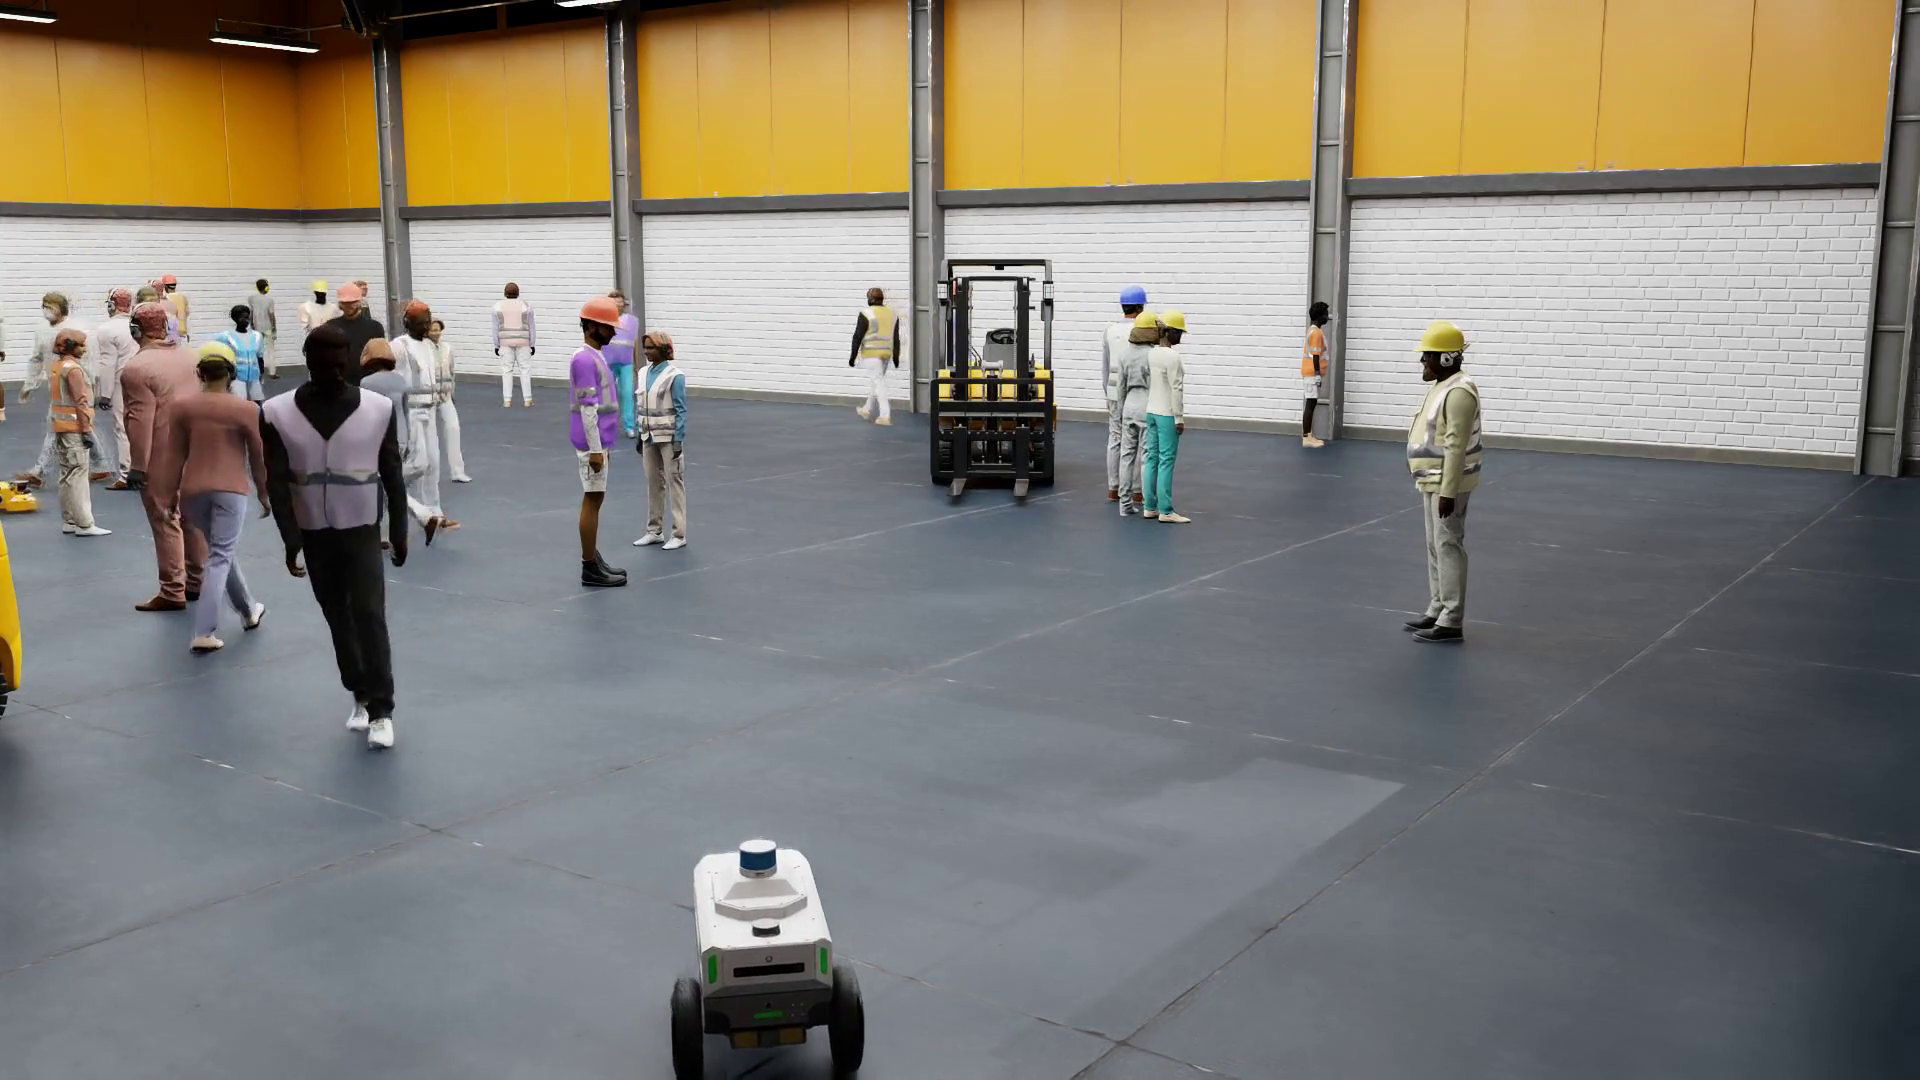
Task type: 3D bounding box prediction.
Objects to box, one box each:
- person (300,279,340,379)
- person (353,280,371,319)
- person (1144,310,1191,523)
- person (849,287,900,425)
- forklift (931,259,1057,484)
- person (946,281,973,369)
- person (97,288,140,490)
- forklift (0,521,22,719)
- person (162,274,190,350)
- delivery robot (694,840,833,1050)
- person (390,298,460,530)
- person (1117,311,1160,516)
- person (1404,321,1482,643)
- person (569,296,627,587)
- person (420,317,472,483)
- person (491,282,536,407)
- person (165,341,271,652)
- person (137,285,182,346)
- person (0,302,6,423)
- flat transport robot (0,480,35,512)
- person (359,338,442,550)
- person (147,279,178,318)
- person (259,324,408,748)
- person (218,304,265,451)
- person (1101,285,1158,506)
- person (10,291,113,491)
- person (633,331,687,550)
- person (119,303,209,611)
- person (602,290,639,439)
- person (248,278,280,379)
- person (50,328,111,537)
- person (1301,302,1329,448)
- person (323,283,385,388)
[{"bbox_3d":[-9.628,-2.981,25.068,0.589,1.894,0.884,-5,11,-26],"label":"person"},{"bbox_3d":[-9.736,-3.298,27.085,0.345,1.847,0.508,1,10,4],"label":"person"},{"bbox_3d":[1.717,-1.020,13.779,0.322,1.761,0.522,-4,10,-20],"label":"person"},{"bbox_3d":[-1.194,-2.452,22.177,0.647,1.795,0.947,-9,13,-44],"label":"person"},{"bbox_3d":[0.370,-1.738,16.759,1.214,2.155,2.313,1,10,3],"label":"forklift"},{"bbox_3d":[-0.020,-2.077,19.538,0.375,1.939,0.546,3,10,20],"label":"person"},{"bbox_3d":[-7.894,-1.422,15.734,0.410,1.909,0.642,3,10,15],"label":"person"},{"bbox_3d":[-5.296,-0.090,6.943,1.214,2.155,2.313,7,12,35],"label":"forklift"},{"bbox_3d":[-13.303,-3.520,28.143,0.377,1.932,0.552,5,11,28],"label":"person"},{"bbox_3d":[-0.555,1.074,4.604,0.477,0.478,0.707,-2,10,-11],"label":"delivery robot"},{"bbox_3d":[-4.385,-0.978,13.198,0.579,1.868,0.618,2,10,10],"label":"person"},{"bbox_3d":[1.548,-1.055,14.041,0.488,1.740,0.318,9,13,43],"label":"person"},{"bbox_3d":[2.746,-0.329,9.481,0.403,1.825,0.592,1,10,5],"label":"person"},{"bbox_3d":[-2.407,-0.655,11.101,0.373,1.928,0.543,-1,10,-9],"label":"person"},{"bbox_3d":[-5.024,-1.331,16.036,0.712,1.608,0.543,7,12,37],"label":"person"},{"bbox_3d":[-6.605,-2.892,24.670,0.625,1.847,0.429,-2,10,-12],"label":"person"},{"bbox_3d":[-4.166,-0.258,9.382,0.533,1.697,0.890,1,10,5],"label":"person"},{"bbox_3d":[-8.784,-1.810,18.047,0.849,1.913,0.627,7,12,37],"label":"person"},{"bbox_3d":[-13.026,-2.559,22.097,0.387,2.041,0.615,6,11,34],"label":"person"},{"bbox_3d":[-8.706,-0.338,14.139,1.431,0.197,0.652,-6,11,-32],"label":"flat transport robot"},{"bbox_3d":[-4.171,-0.693,12.322,0.641,1.603,0.508,2,10,14],"label":"person"},{"bbox_3d":[-11.124,-2.659,23.103,0.407,1.908,0.641,1,10,4],"label":"person"},{"bbox_3d":[-2.787,-0.014,7.426,0.592,1.872,0.824,-2,10,-12],"label":"person"},{"bbox_3d":[-8.245,-1.861,19.047,0.544,1.681,0.536,7,12,38],"label":"person"},{"bbox_3d":[1.523,-1.281,14.769,0.405,1.945,0.626,-9,13,-44],"label":"person"},{"bbox_3d":[-8.567,-1.416,15.801,0.659,1.868,1.041,6,11,33],"label":"person"},{"bbox_3d":[-2.248,-0.749,12.513,0.514,1.641,0.309,7,12,38],"label":"person"},{"bbox_3d":[-4.957,-0.511,10.320,0.400,1.905,0.643,2,10,10],"label":"person"},{"bbox_3d":[-4.243,-2.174,20.509,0.578,1.815,0.900,-5,11,-26],"label":"person"},{"bbox_3d":[-12.682,-3.826,30.219,0.543,1.851,0.649,0,10,3],"label":"person"},{"bbox_3d":[-6.967,-0.845,13.089,0.314,1.639,0.514,-9,13,-43],"label":"person"},{"bbox_3d":[4.123,-1.918,19.331,0.320,1.694,0.531,2,10,11],"label":"person"},{"bbox_3d":[-5.965,-1.556,16.428,0.644,1.937,1.012,-2,10,-13],"label":"person"}]
